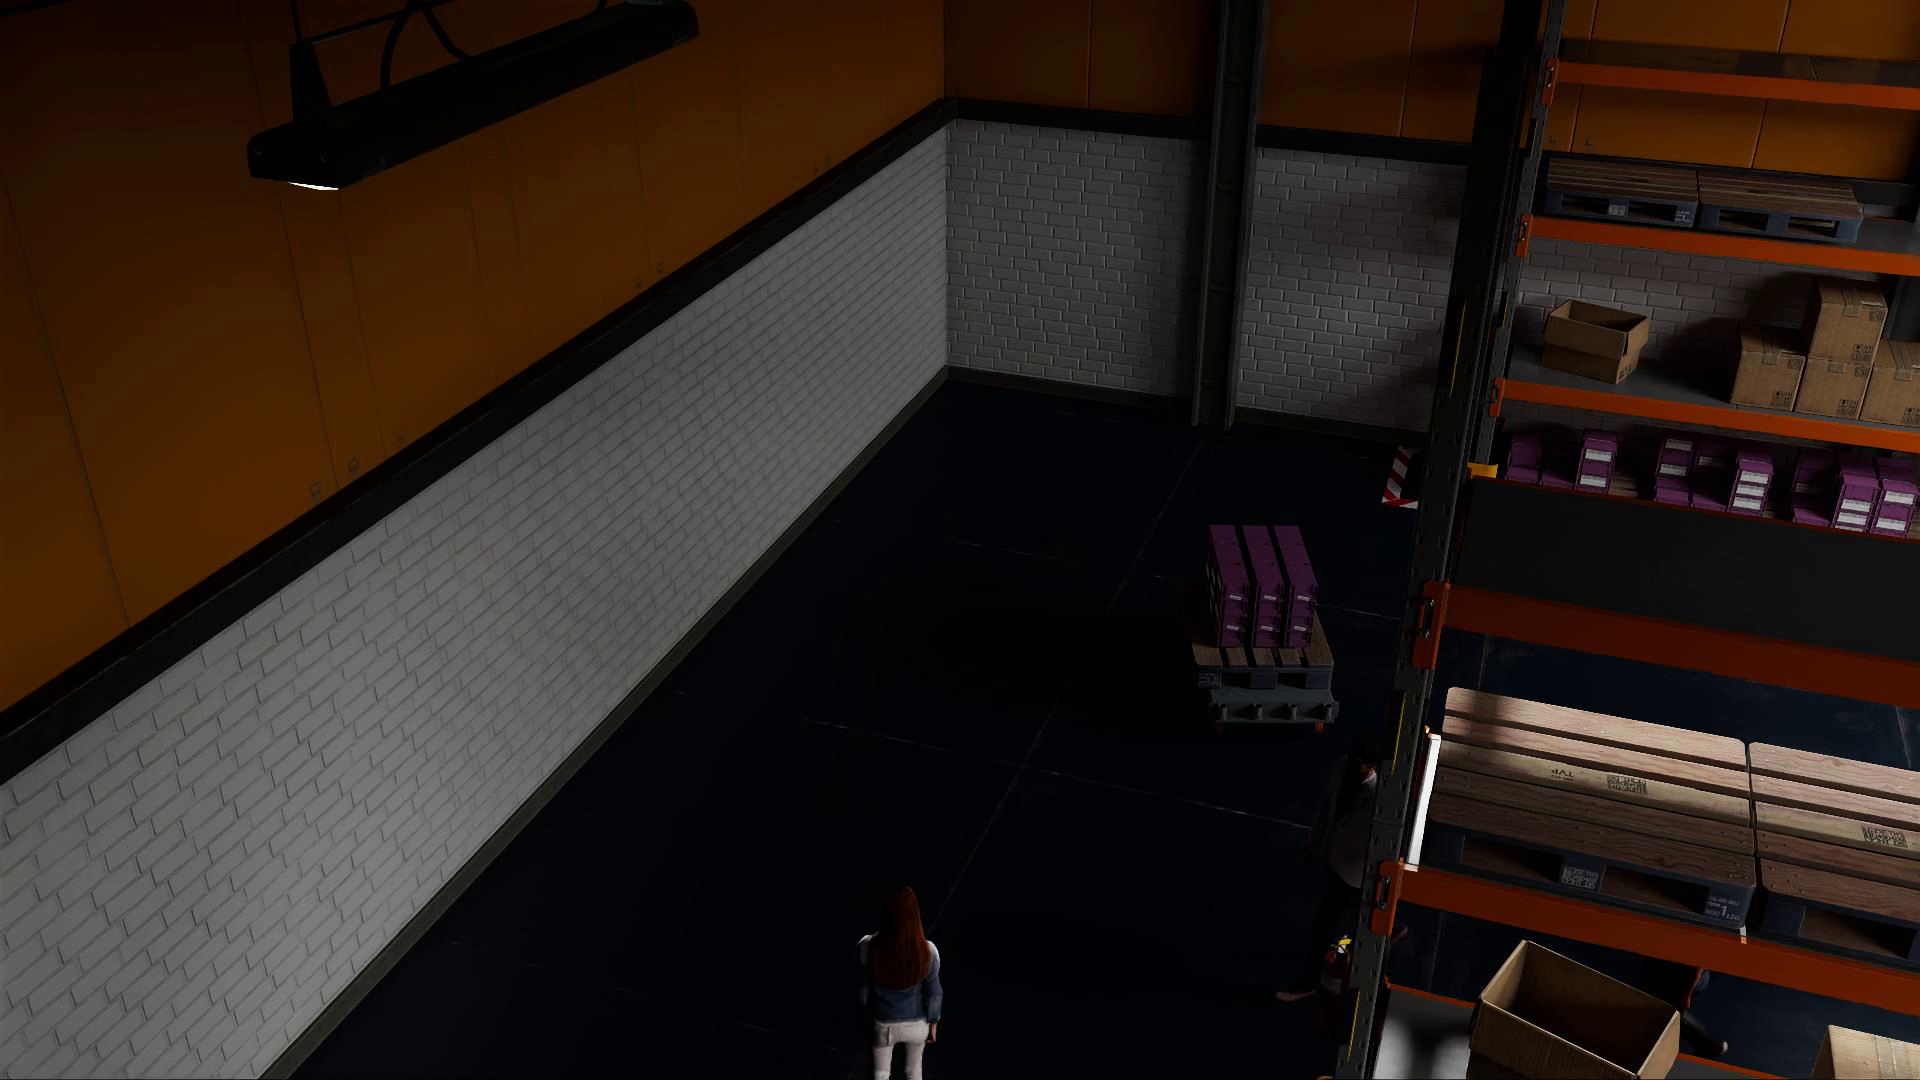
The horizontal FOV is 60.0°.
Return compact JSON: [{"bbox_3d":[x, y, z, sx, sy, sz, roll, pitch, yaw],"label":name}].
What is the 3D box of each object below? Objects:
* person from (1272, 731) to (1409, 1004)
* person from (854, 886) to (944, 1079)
[{"bbox_3d":[2.328,1.846,9.640,1.281,1.816,1.132,-8,30,-15],"label":"person"},{"bbox_3d":[-0.330,2.536,8.510,0.947,1.687,0.869,0,29,1],"label":"person"}]
